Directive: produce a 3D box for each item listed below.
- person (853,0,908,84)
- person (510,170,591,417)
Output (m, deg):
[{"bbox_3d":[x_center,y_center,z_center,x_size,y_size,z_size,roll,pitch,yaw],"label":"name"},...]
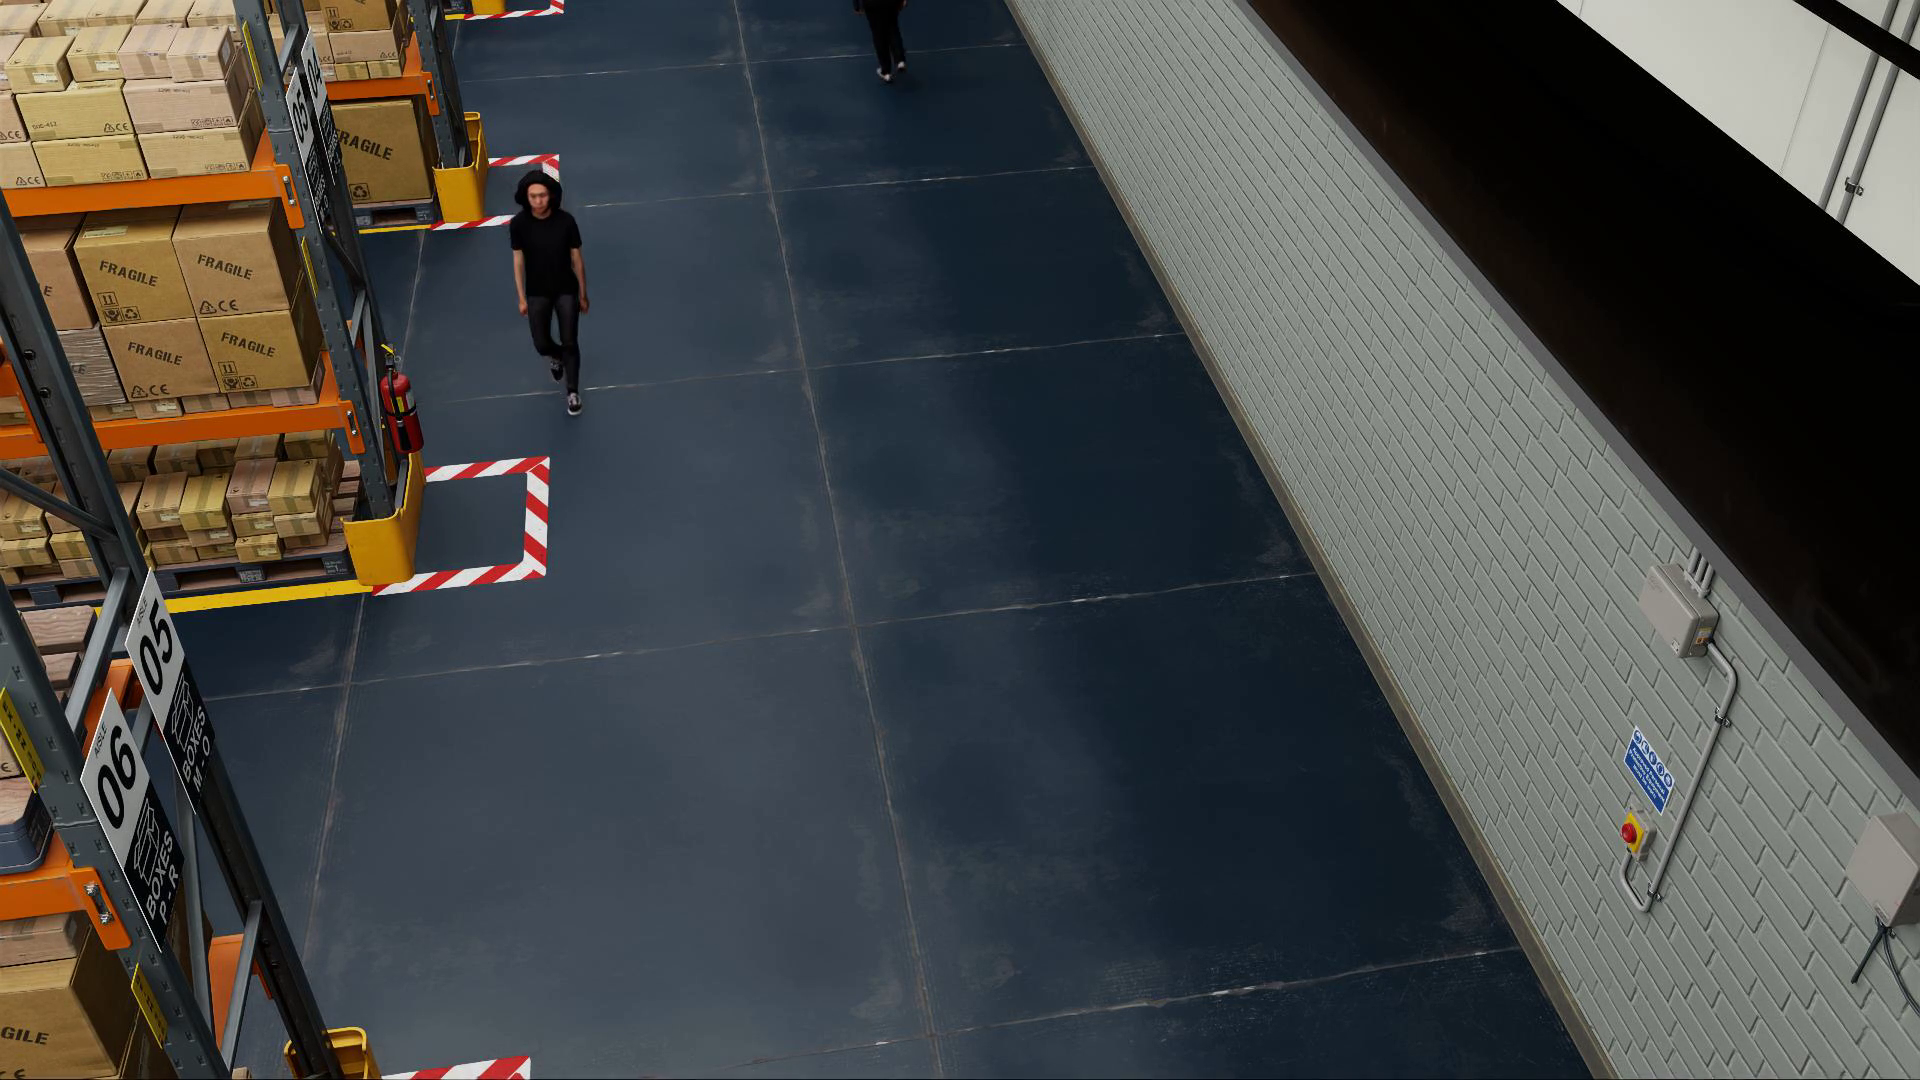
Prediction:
[{"bbox_3d":[-0.764,-5.290,16.359,0.765,1.574,0.831,-9,39,-11],"label":"person"},{"bbox_3d":[-2.864,-1.792,11.683,0.712,1.827,0.701,-6,38,-8],"label":"person"}]
